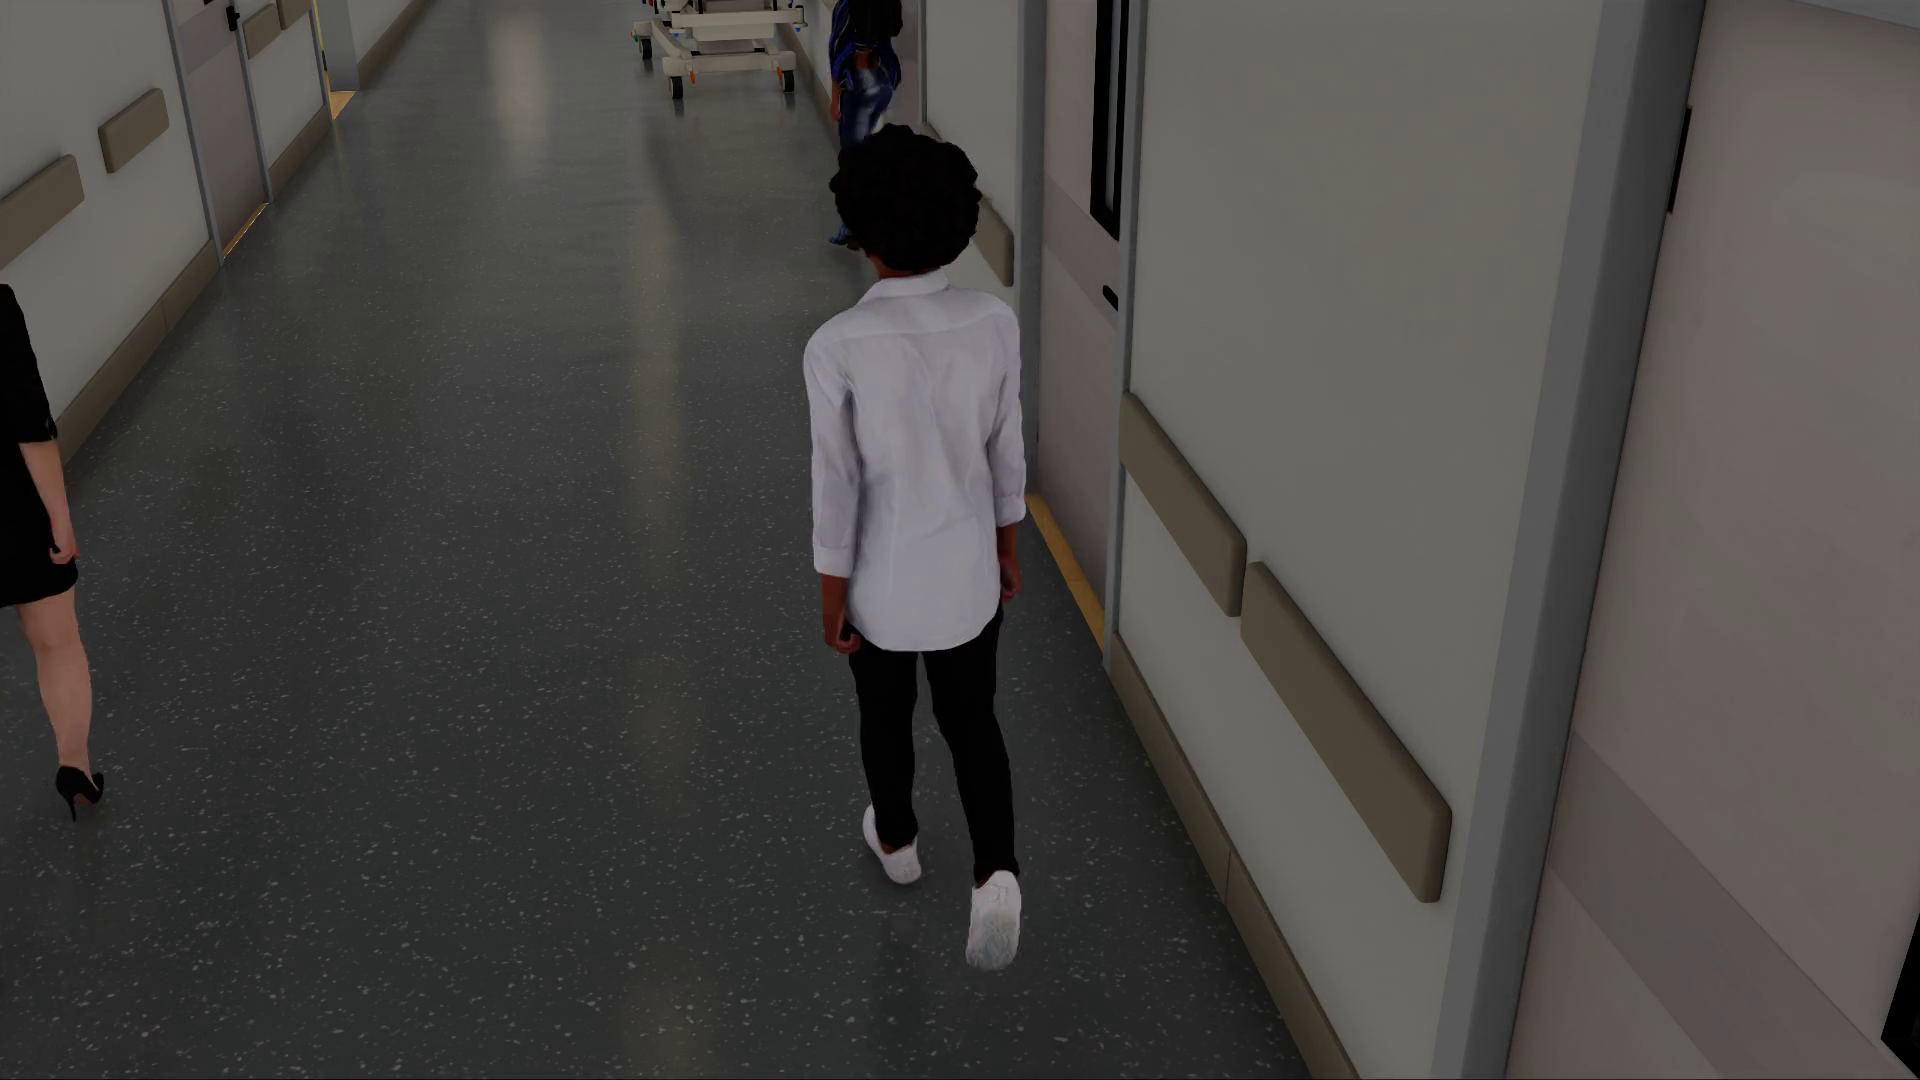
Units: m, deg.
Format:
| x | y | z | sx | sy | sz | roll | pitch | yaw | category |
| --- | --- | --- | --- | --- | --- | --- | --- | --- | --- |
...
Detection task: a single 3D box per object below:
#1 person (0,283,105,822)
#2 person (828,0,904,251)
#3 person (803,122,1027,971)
| x | y | z | sx | sy | sz | roll | pitch | yaw | category |
| --- | --- | --- | --- | --- | --- | --- | --- | --- | --- |
| -2.211 | 0.015 | 3.693 | 0.834 | 1.677 | 0.645 | -4 | 26 | -9 | person |
| -0.424 | -2.241 | 8.450 | 1.010 | 1.609 | 0.940 | 14 | 29 | 27 | person |
| -0.050 | 0.074 | 3.442 | 0.996 | 1.788 | 0.766 | -8 | 27 | -16 | person |
